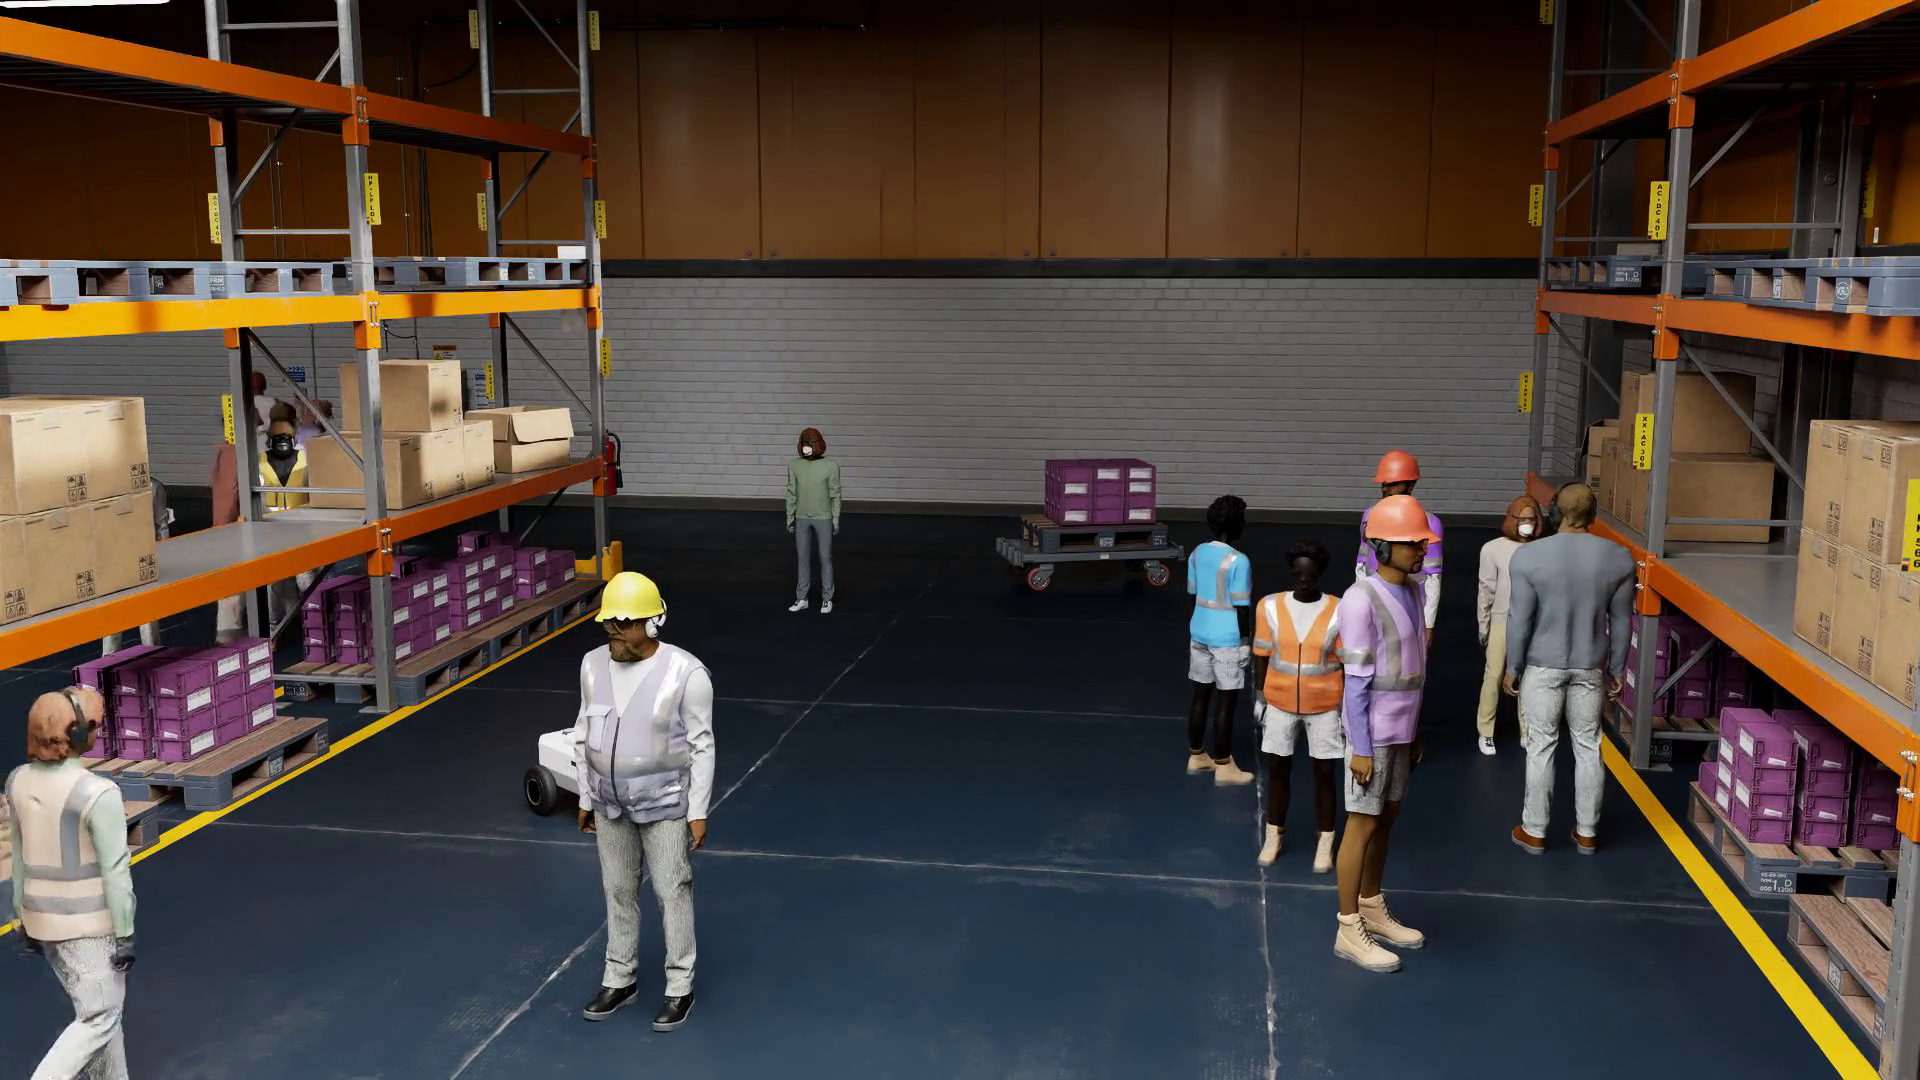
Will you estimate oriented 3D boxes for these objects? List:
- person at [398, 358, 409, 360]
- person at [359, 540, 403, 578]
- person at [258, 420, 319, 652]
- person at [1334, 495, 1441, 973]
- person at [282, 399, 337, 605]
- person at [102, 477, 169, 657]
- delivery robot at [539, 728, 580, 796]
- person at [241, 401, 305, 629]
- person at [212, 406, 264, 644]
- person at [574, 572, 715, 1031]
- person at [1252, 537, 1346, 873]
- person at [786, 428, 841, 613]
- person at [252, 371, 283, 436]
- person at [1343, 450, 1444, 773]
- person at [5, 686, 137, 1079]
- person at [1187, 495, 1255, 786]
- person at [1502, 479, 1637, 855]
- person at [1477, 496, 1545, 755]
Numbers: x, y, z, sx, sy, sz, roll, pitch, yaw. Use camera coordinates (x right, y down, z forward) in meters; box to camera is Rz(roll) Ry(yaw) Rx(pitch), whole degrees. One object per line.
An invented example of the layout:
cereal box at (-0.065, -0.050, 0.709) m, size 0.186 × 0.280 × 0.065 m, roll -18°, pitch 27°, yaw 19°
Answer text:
person at (-6.753, -1.270, 20.428) m, size 0.370 × 1.928 × 0.543 m, roll 6°, pitch 11°, yaw 31°
person at (-5.094, -0.376, 14.704) m, size 0.379 × 1.996 × 0.611 m, roll 8°, pitch 12°, yaw 39°
person at (-5.297, -0.030, 13.097) m, size 0.621 × 1.835 × 0.430 m, roll -4°, pitch 10°, yaw -21°
person at (1.855, 0.817, 7.199) m, size 0.378 × 2.045 × 0.605 m, roll 7°, pitch 11°, yaw 36°
person at (-5.903, -0.340, 14.962) m, size 0.710 × 1.856 × 0.927 m, roll 5°, pitch 10°, yaw 27°
person at (-6.033, 0.139, 12.020) m, size 0.587 × 1.837 × 0.403 m, roll -3°, pitch 10°, yaw -18°
delivery robot at (-1.996, 1.206, 9.093) m, size 0.477 × 0.478 × 0.707 m, roll -9°, pitch 13°, yaw -43°
person at (-5.715, -0.185, 13.789) m, size 0.666 × 1.913 × 0.634 m, roll 5°, pitch 10°, yaw 28°
person at (-5.806, -0.142, 13.399) m, size 0.537 × 1.947 × 0.644 m, roll -6°, pitch 11°, yaw -32°
person at (-1.265, 1.024, 6.570) m, size 0.600 × 1.830 × 0.404 m, roll 3°, pitch 10°, yaw 20°
person at (1.712, 0.818, 8.296) m, size 0.536 × 1.688 × 0.320 m, roll 4°, pitch 10°, yaw 21°
person at (-1.284, -0.171, 14.556) m, size 0.507 × 1.631 × 0.266 m, roll 3°, pitch 10°, yaw 16°
person at (-7.969, -0.999, 18.978) m, size 0.683 × 1.878 × 0.596 m, roll 9°, pitch 13°, yaw 43°
person at (2.587, 0.427, 9.926) m, size 0.370 × 1.939 × 0.543 m, roll -9°, pitch 13°, yaw -44°
person at (-2.995, 1.301, 5.543) m, size 0.524 × 1.617 × 0.703 m, roll 4°, pitch 10°, yaw 26°
person at (1.529, 0.579, 9.732) m, size 0.317 × 1.695 × 0.540 m, roll -5°, pitch 10°, yaw -26°
person at (3.100, 0.656, 8.520) m, size 0.637 × 1.937 × 0.357 m, roll 0°, pitch 9°, yaw 3°
person at (3.437, 0.531, 10.260) m, size 0.495 × 1.626 × 0.285 m, roll 0°, pitch 9°, yaw 1°
